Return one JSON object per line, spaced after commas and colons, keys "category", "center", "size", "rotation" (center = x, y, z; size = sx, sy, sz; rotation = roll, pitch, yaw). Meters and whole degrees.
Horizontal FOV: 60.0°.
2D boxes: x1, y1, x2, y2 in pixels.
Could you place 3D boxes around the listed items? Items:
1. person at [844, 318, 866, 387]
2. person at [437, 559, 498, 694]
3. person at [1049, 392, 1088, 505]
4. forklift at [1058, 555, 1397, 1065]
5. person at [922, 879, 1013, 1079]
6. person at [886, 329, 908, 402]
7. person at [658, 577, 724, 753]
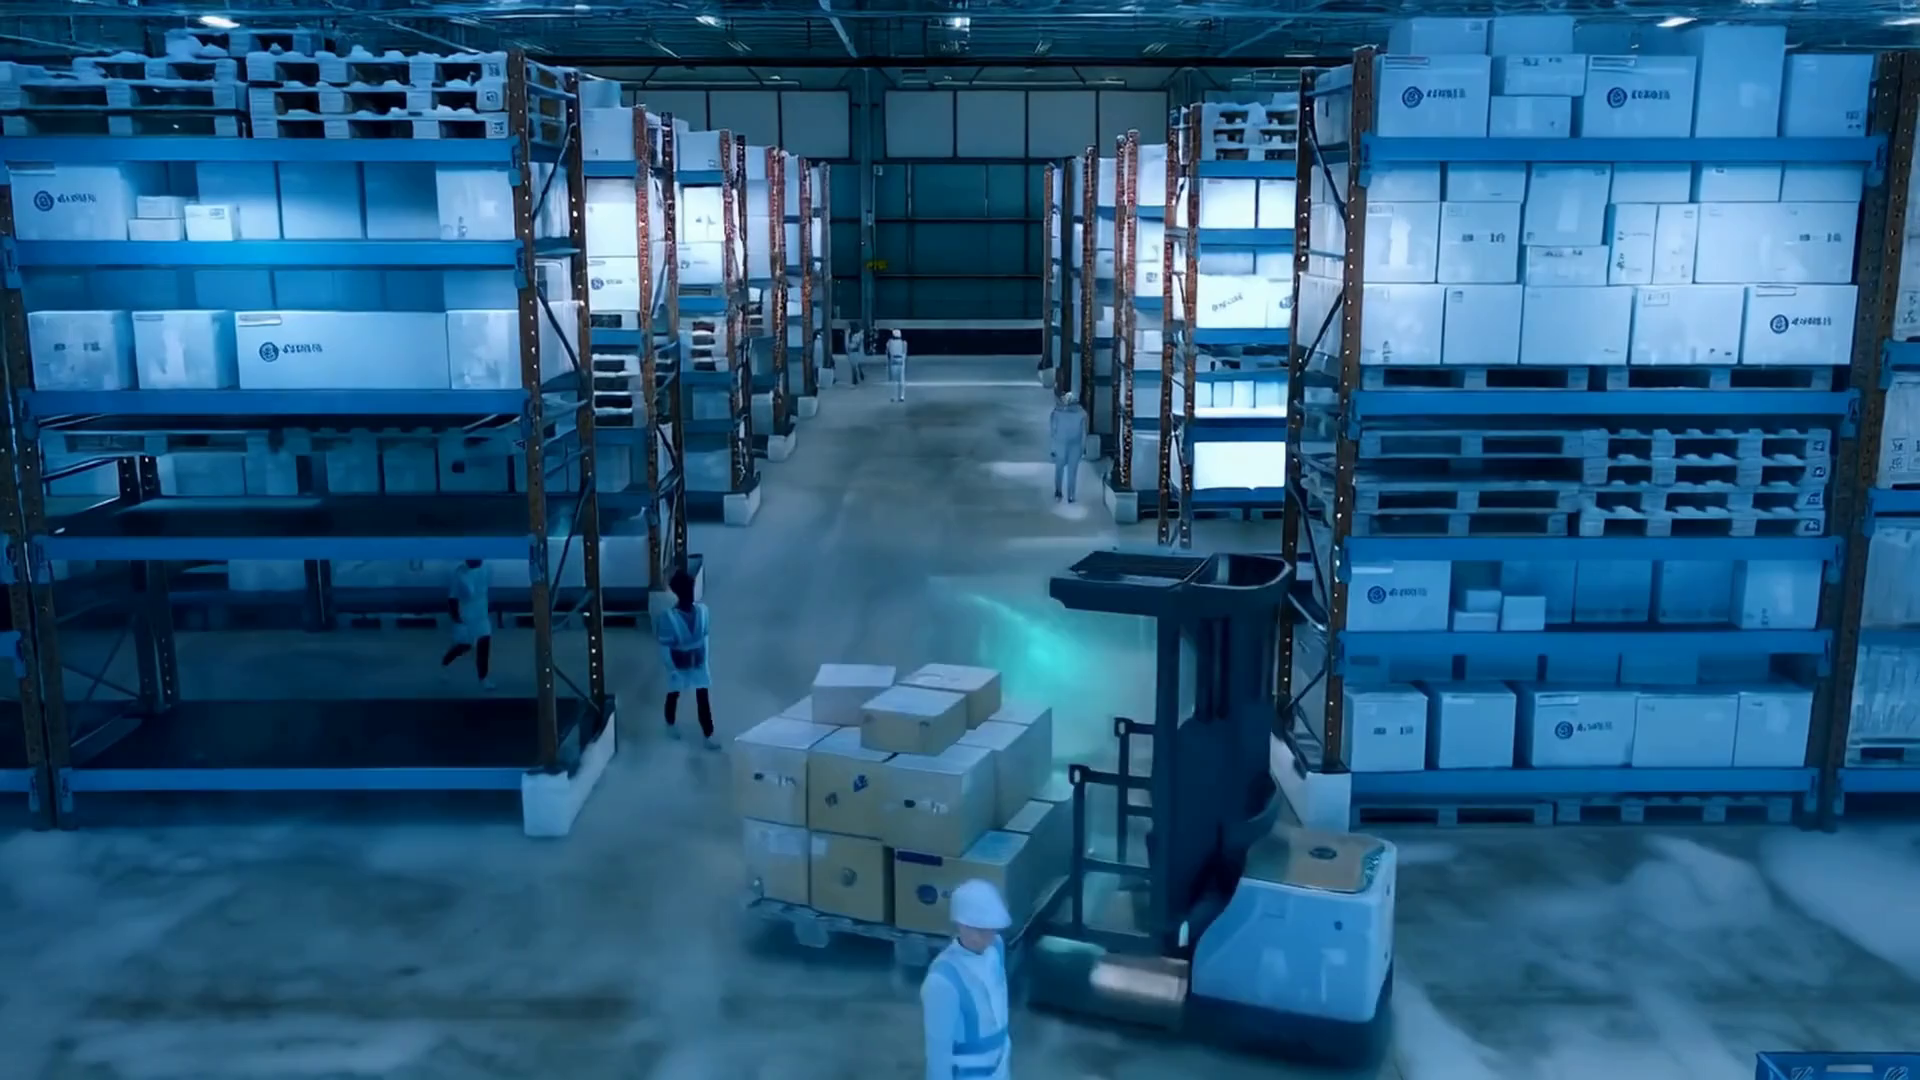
{"category": "person", "center": [-2.869, -5.126, 45.564], "size": [0.624, 1.893, 0.457], "rotation": [9, 14, 37]}
{"category": "person", "center": [-5.079, 0.748, 17.040], "size": [0.633, 1.664, 0.539], "rotation": [7, 13, 31]}
{"category": "person", "center": [1.826, -1.534, 27.827], "size": [0.645, 1.877, 0.782], "rotation": [0, 11, -1]}
{"category": "forklift", "center": [1.675, 1.536, 10.087], "size": [1.873, 2.768, 1.129], "rotation": [4, 12, 21]}
{"category": "person", "center": [0.063, 2.486, 7.719], "size": [0.439, 1.936, 0.640], "rotation": [7, 13, 31]}
{"category": "person", "center": [-1.597, -4.428, 42.220], "size": [0.573, 1.843, 0.374], "rotation": [0, 11, -1]}
{"category": "person", "center": [-2.490, 1.131, 15.160], "size": [0.539, 1.636, 0.871], "rotation": [-8, 14, -34]}
